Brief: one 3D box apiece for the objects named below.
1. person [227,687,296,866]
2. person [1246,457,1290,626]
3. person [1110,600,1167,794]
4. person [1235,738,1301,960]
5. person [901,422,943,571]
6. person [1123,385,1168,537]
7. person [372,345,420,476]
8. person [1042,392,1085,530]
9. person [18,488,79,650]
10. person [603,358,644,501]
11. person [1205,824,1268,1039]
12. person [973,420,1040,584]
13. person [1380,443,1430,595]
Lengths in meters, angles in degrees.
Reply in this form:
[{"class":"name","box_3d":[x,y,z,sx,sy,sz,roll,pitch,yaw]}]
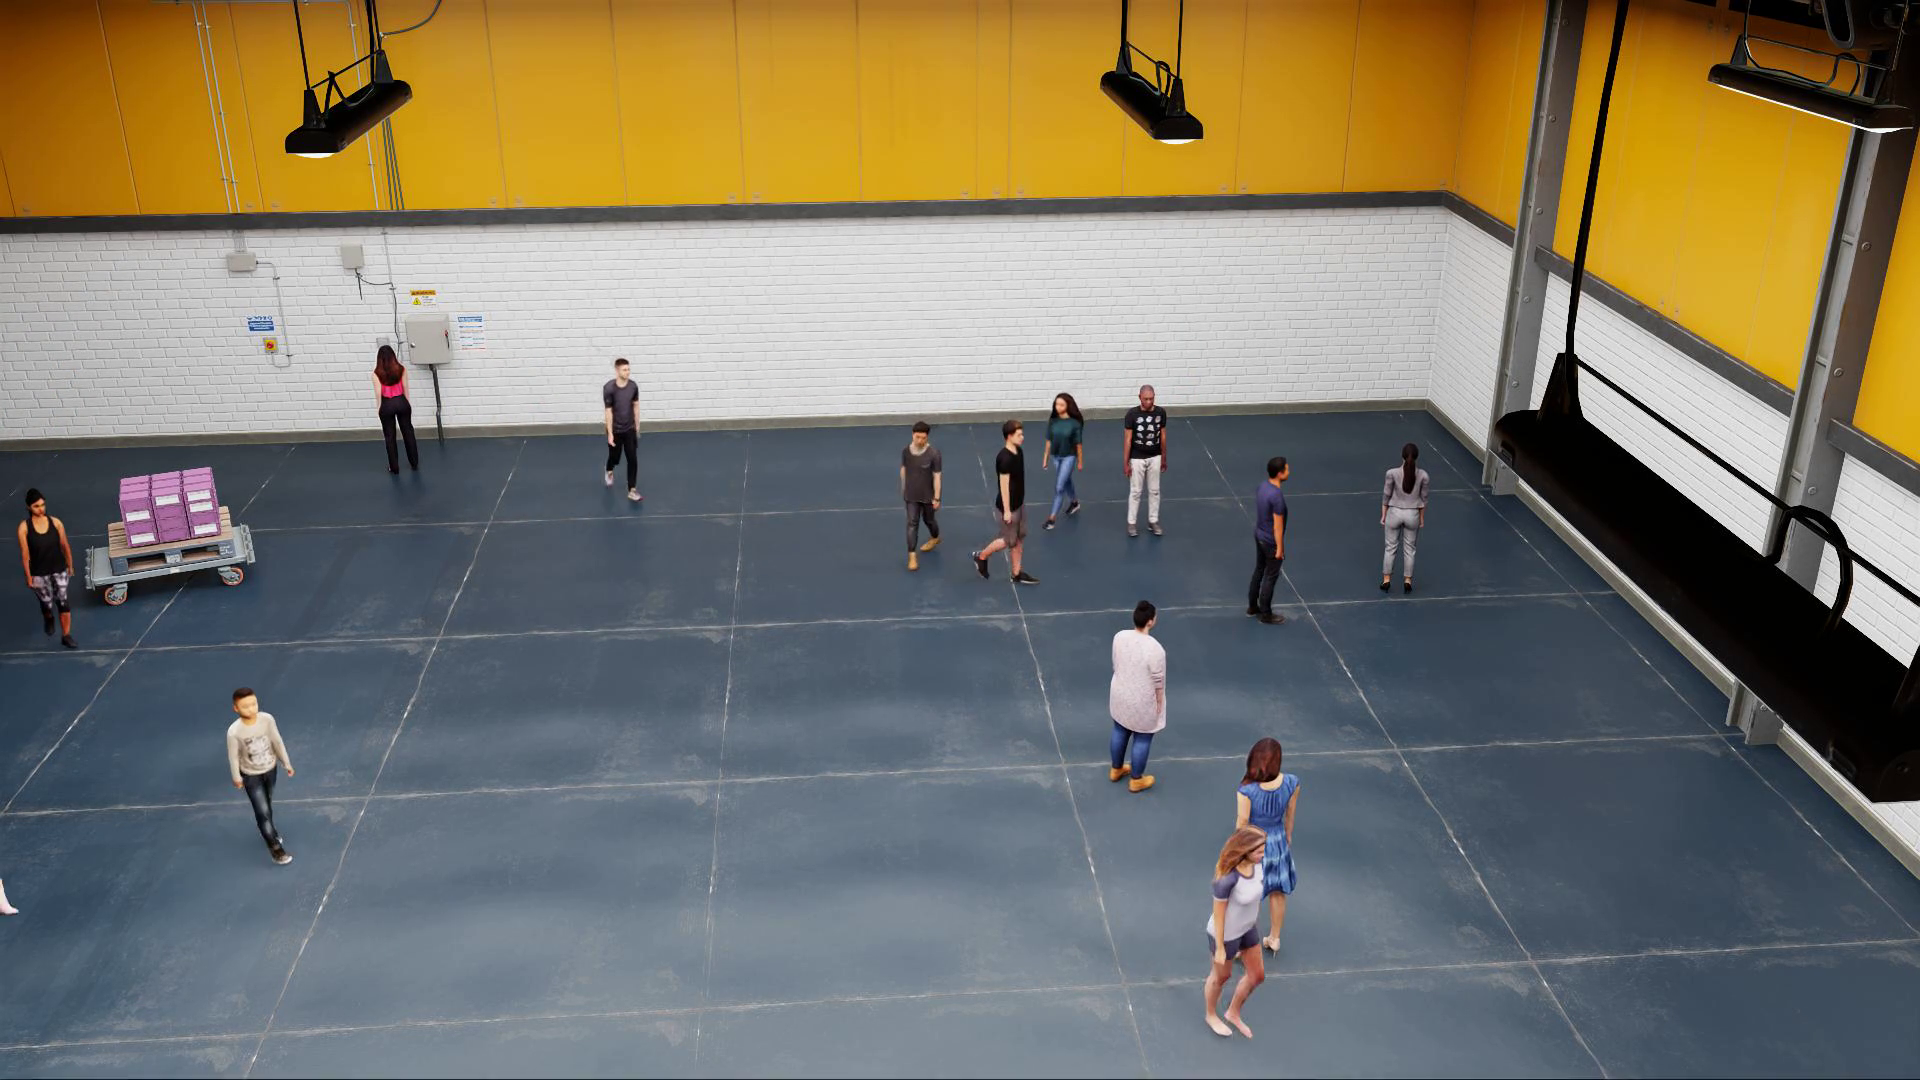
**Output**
[{"class":"person","box_3d":[-5.593,1.806,13.183,0.915,1.441,0.881,15,28,31]},{"class":"person","box_3d":[3.117,-0.015,16.910,0.750,1.793,0.548,-6,24,-13]},{"class":"person","box_3d":[1.470,1.296,13.972,0.786,1.744,0.855,21,31,39]},{"class":"person","box_3d":[2.146,2.210,11.803,0.719,1.807,0.655,-8,25,-17]},{"class":"person","box_3d":[-0.414,-0.546,18.285,0.885,1.664,1.135,9,25,20]},{"class":"person","box_3d":[2.111,-0.929,18.992,0.686,1.800,0.638,-5,24,-10]},{"class":"person","box_3d":[-7.074,-1.647,20.810,0.659,1.660,0.670,-15,28,-31]},{"class":"person","box_3d":[1.247,-0.952,19.332,1.039,1.570,1.159,15,28,31]},{"class":"person","box_3d":[-9.033,0.272,16.427,0.823,1.654,0.895,-21,31,-40]},{"class":"person","box_3d":[-4.103,-1.345,20.016,0.948,1.741,1.087,-16,28,-33]},{"class":"person","box_3d":[1.756,2.578,11.098,0.770,1.698,0.809,-19,30,-37]},{"class":"person","box_3d":[0.467,-0.398,17.711,0.996,1.853,1.026,9,25,20]},{"class":"person","box_3d":[4.670,-0.225,17.534,0.676,1.678,0.670,4,24,9]}]
